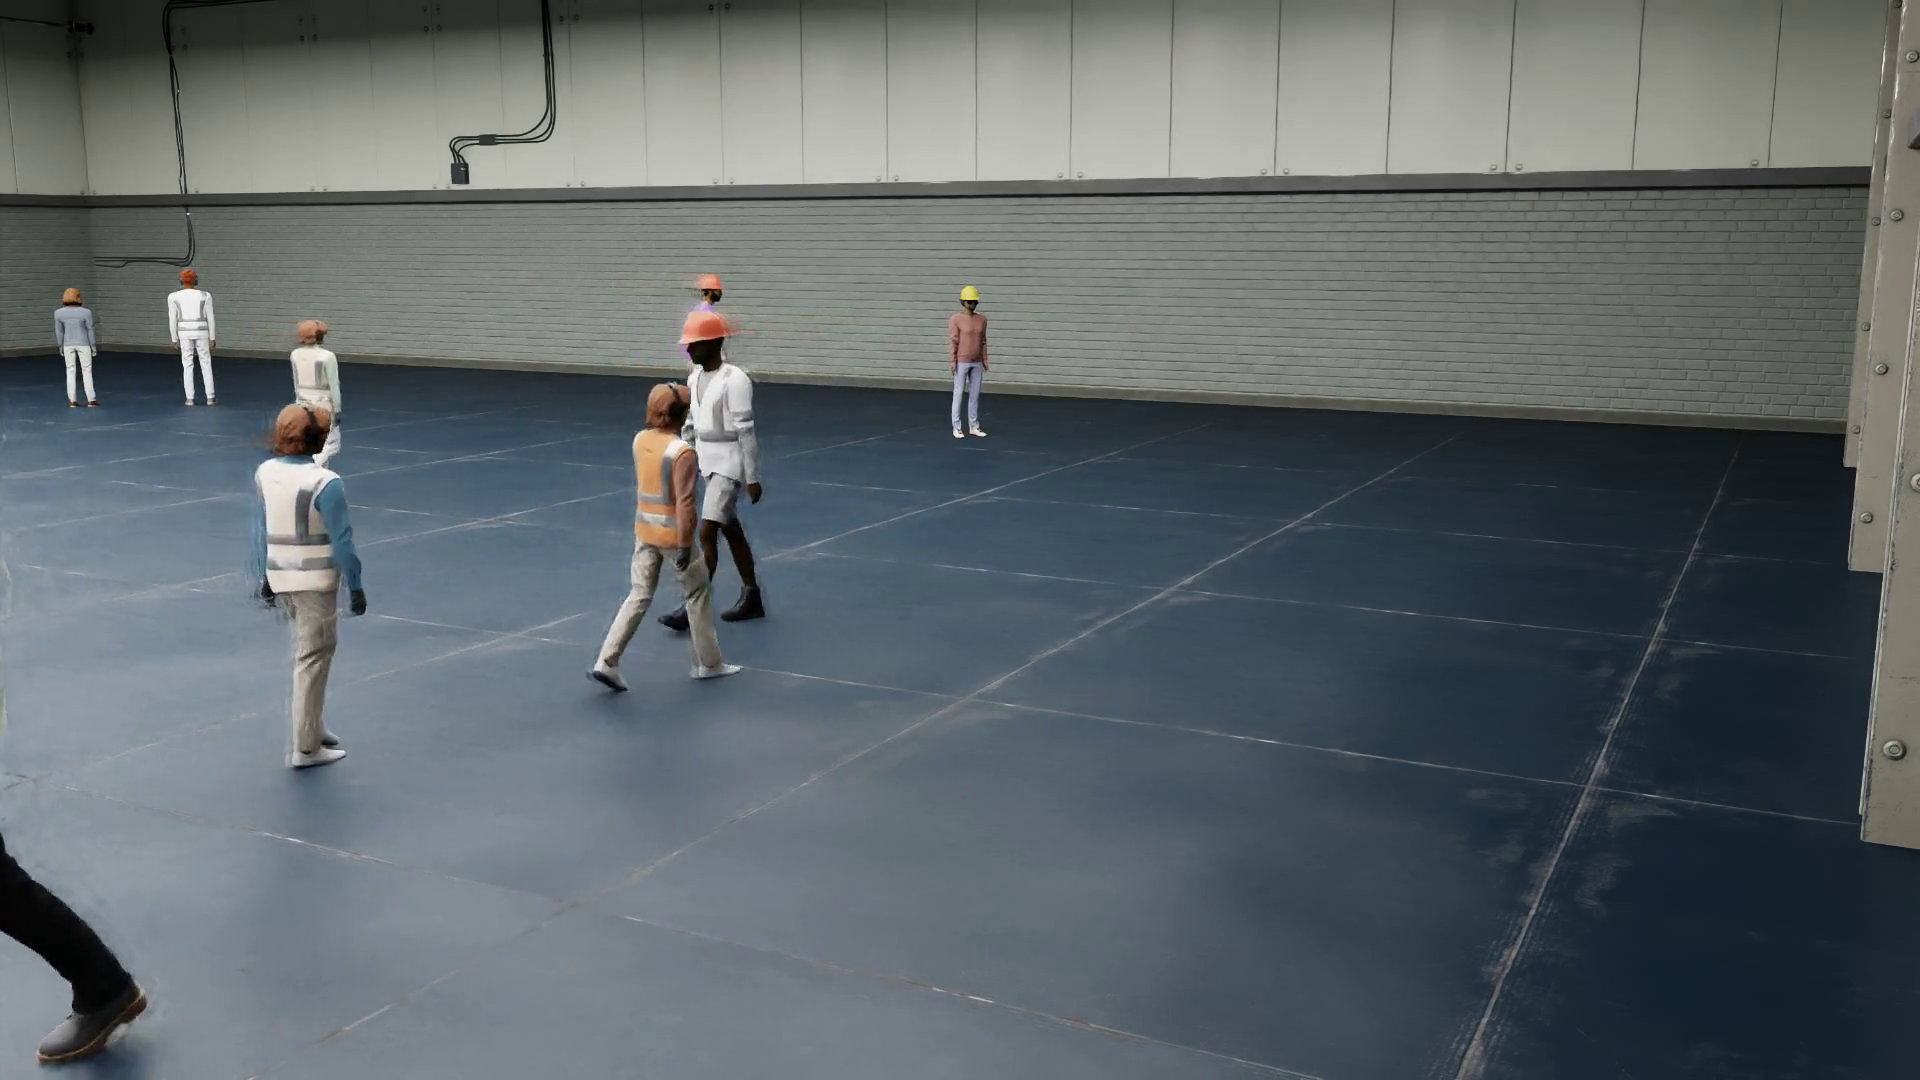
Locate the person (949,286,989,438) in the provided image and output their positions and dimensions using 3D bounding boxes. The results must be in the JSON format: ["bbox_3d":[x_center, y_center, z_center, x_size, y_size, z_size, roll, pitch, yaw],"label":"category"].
[{"bbox_3d":[0.112,-2.068,19.373,0.533,1.768,0.311,-7,13,-34],"label":"person"}]

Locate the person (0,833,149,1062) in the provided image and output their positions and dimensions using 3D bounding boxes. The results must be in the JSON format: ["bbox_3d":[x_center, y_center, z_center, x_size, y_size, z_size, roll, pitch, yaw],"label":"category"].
[{"bbox_3d":[-2.757,0.573,4.474,0.628,1.954,1.003,8,13,38],"label":"person"}]

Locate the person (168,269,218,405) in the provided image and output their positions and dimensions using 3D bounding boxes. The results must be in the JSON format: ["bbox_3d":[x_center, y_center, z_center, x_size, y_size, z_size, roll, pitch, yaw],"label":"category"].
[{"bbox_3d":[-10.642,-2.808,23.091,0.575,1.883,0.362,-4,11,-21],"label":"person"}]

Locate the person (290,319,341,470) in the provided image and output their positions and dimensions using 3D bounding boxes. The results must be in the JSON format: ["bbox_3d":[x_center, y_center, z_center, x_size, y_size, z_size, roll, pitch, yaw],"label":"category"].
[{"bbox_3d":[-5.717,-1.136,14.698,0.518,1.620,0.564,4,11,22],"label":"person"}]

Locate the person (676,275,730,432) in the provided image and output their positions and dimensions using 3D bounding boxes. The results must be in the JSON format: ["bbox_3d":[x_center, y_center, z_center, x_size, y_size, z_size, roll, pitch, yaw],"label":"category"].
[{"bbox_3d":[-3.012,-2.185,19.689,0.980,1.897,0.552,-1,10,-3],"label":"person"}]

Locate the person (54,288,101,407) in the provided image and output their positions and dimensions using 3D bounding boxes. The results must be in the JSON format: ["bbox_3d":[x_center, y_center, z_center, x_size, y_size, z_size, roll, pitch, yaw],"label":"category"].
[{"bbox_3d":[-12.128,-2.642,22.854,0.497,1.636,0.286,-2,11,-9],"label":"person"}]

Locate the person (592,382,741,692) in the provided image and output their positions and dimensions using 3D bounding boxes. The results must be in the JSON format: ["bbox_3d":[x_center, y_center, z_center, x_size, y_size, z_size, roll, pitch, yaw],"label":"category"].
[{"bbox_3d":[-1.561,-0.015,8.613,0.514,1.608,0.817,9,14,42],"label":"person"}]

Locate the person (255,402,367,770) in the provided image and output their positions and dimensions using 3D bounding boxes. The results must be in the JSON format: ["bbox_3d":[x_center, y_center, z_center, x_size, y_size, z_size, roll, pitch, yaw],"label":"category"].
[{"bbox_3d":[-2.847,0.198,7.395,0.539,1.619,0.495,6,12,31],"label":"person"}]

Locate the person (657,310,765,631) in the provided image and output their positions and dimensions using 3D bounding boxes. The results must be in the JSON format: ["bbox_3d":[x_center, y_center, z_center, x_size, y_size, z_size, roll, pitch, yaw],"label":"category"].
[{"bbox_3d":[-1.547,-0.409,9.941,0.888,1.898,0.579,-8,13,-37],"label":"person"}]
